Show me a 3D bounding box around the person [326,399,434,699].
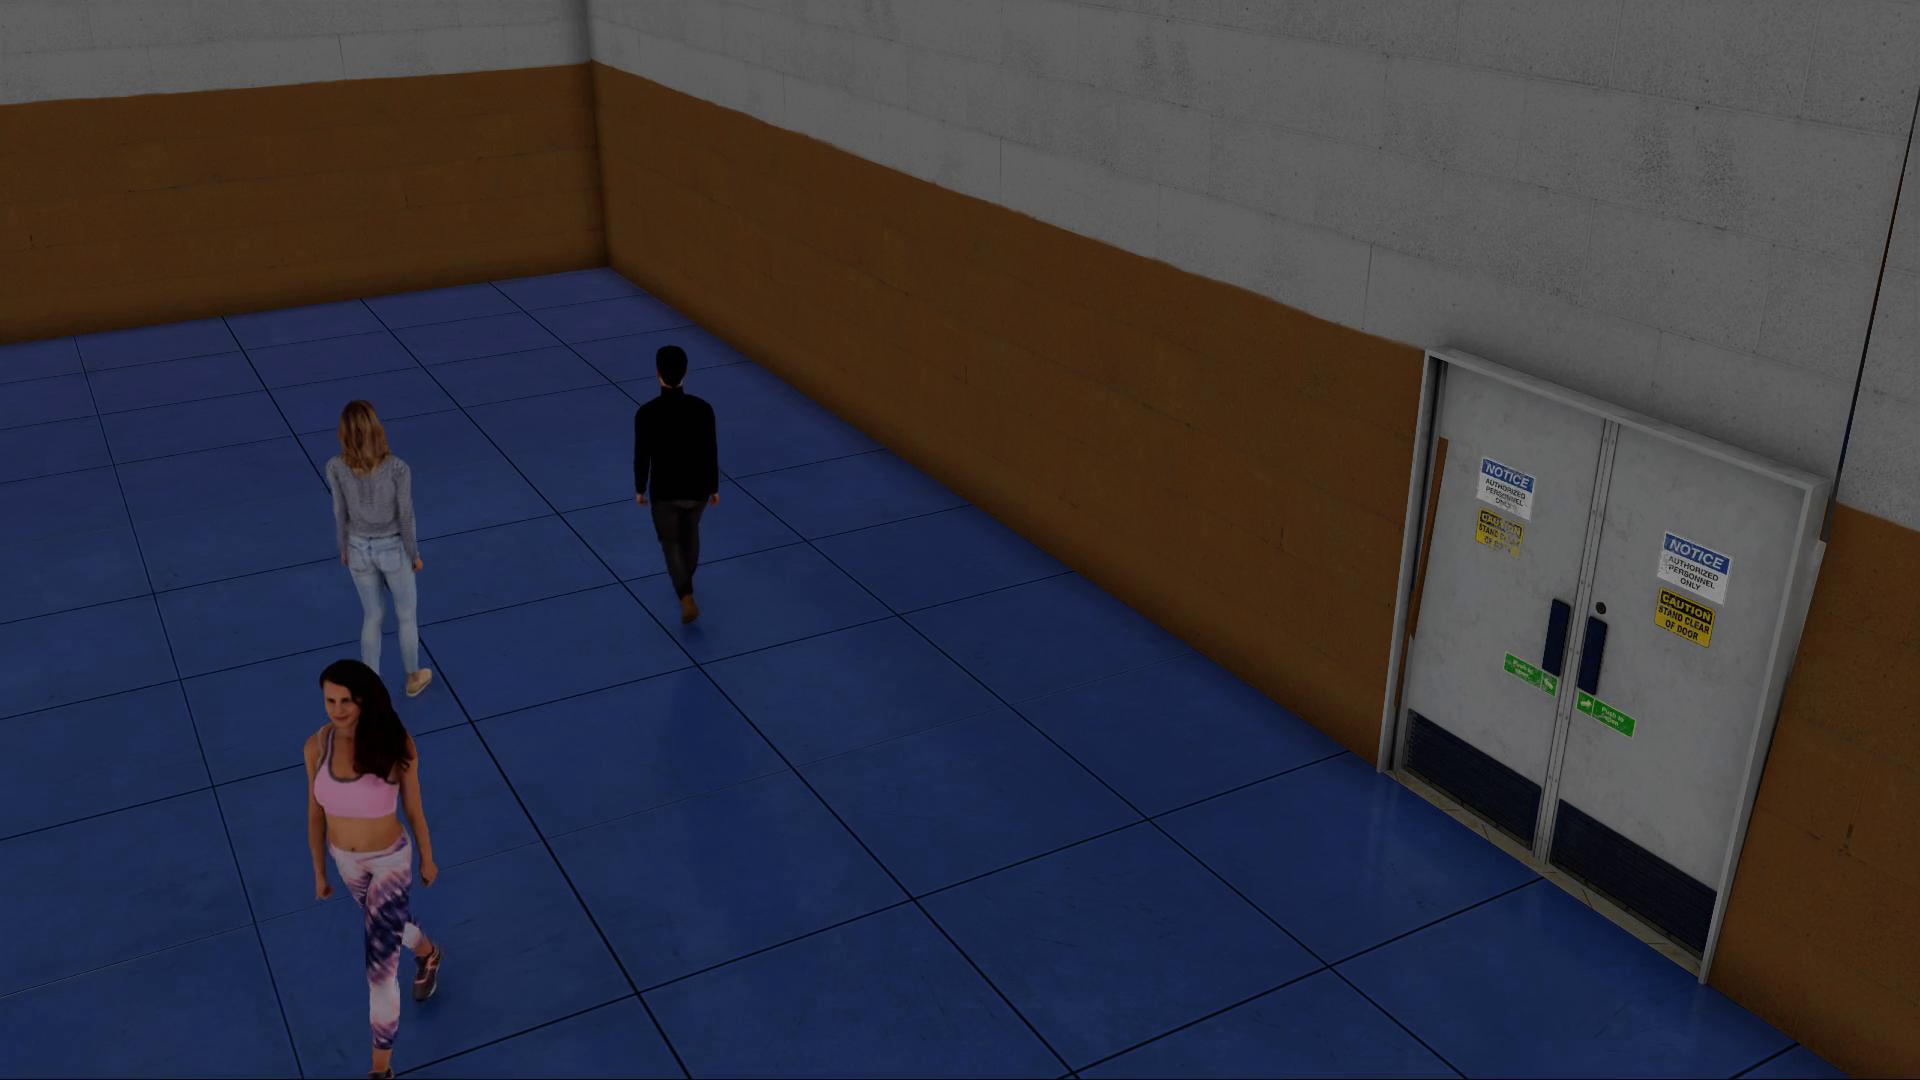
[{"bbox_3d":[-3.156,0.114,8.987,0.948,1.790,0.939,1,24,2],"label":"person"}]

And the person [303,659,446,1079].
[{"bbox_3d":[-2.255,1.243,6.492,1.199,1.720,1.122,2,24,4],"label":"person"}]

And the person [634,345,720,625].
[{"bbox_3d":[-1.697,-0.313,10.065,1.022,1.707,0.799,-10,25,-21],"label":"person"}]
